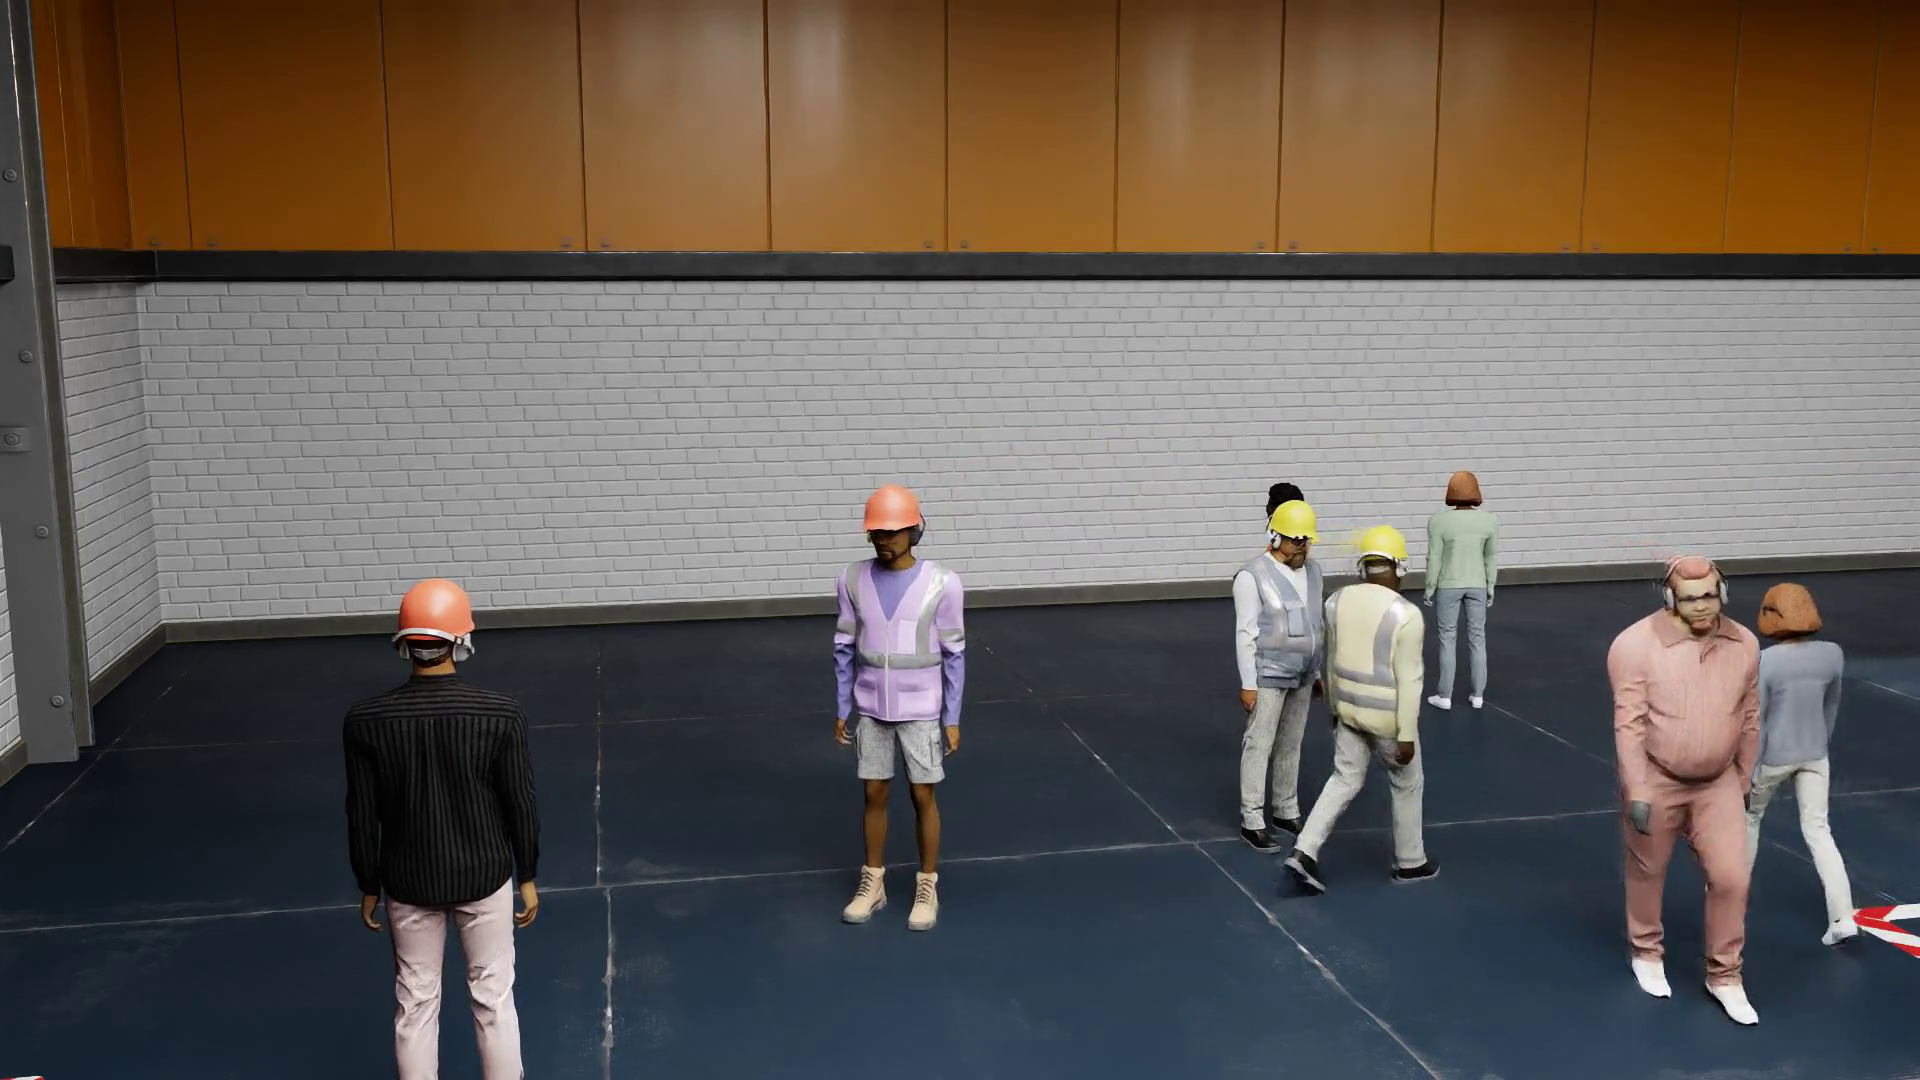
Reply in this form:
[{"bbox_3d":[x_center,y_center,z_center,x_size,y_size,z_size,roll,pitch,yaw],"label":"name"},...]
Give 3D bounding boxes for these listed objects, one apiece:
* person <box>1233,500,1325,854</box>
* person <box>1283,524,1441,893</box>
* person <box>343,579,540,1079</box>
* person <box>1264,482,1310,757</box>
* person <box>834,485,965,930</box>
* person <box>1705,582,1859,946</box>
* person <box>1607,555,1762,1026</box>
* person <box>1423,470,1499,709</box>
[{"bbox_3d":[1.675,0.693,8.620,0.588,1.823,0.403,-7,12,-37],"label":"person"},{"bbox_3d":[1.947,0.818,7.968,0.872,1.791,0.589,-6,11,-32],"label":"person"},{"bbox_3d":[-1.697,1.115,5.517,0.609,1.995,0.378,-1,9,-8],"label":"person"},{"bbox_3d":[1.985,0.490,10.237,0.319,1.697,0.532,4,10,23],"label":"person"},{"bbox_3d":[-0.291,0.761,7.535,0.614,2.040,0.390,3,10,17],"label":"person"},{"bbox_3d":[3.766,0.989,7.498,0.505,1.596,0.831,-1,9,-7],"label":"person"},{"bbox_3d":[2.928,0.991,6.664,0.655,1.870,0.758,0,9,-1],"label":"person"},{"bbox_3d":[3.405,0.342,11.335,0.502,1.631,0.286,0,9,-3],"label":"person"}]
